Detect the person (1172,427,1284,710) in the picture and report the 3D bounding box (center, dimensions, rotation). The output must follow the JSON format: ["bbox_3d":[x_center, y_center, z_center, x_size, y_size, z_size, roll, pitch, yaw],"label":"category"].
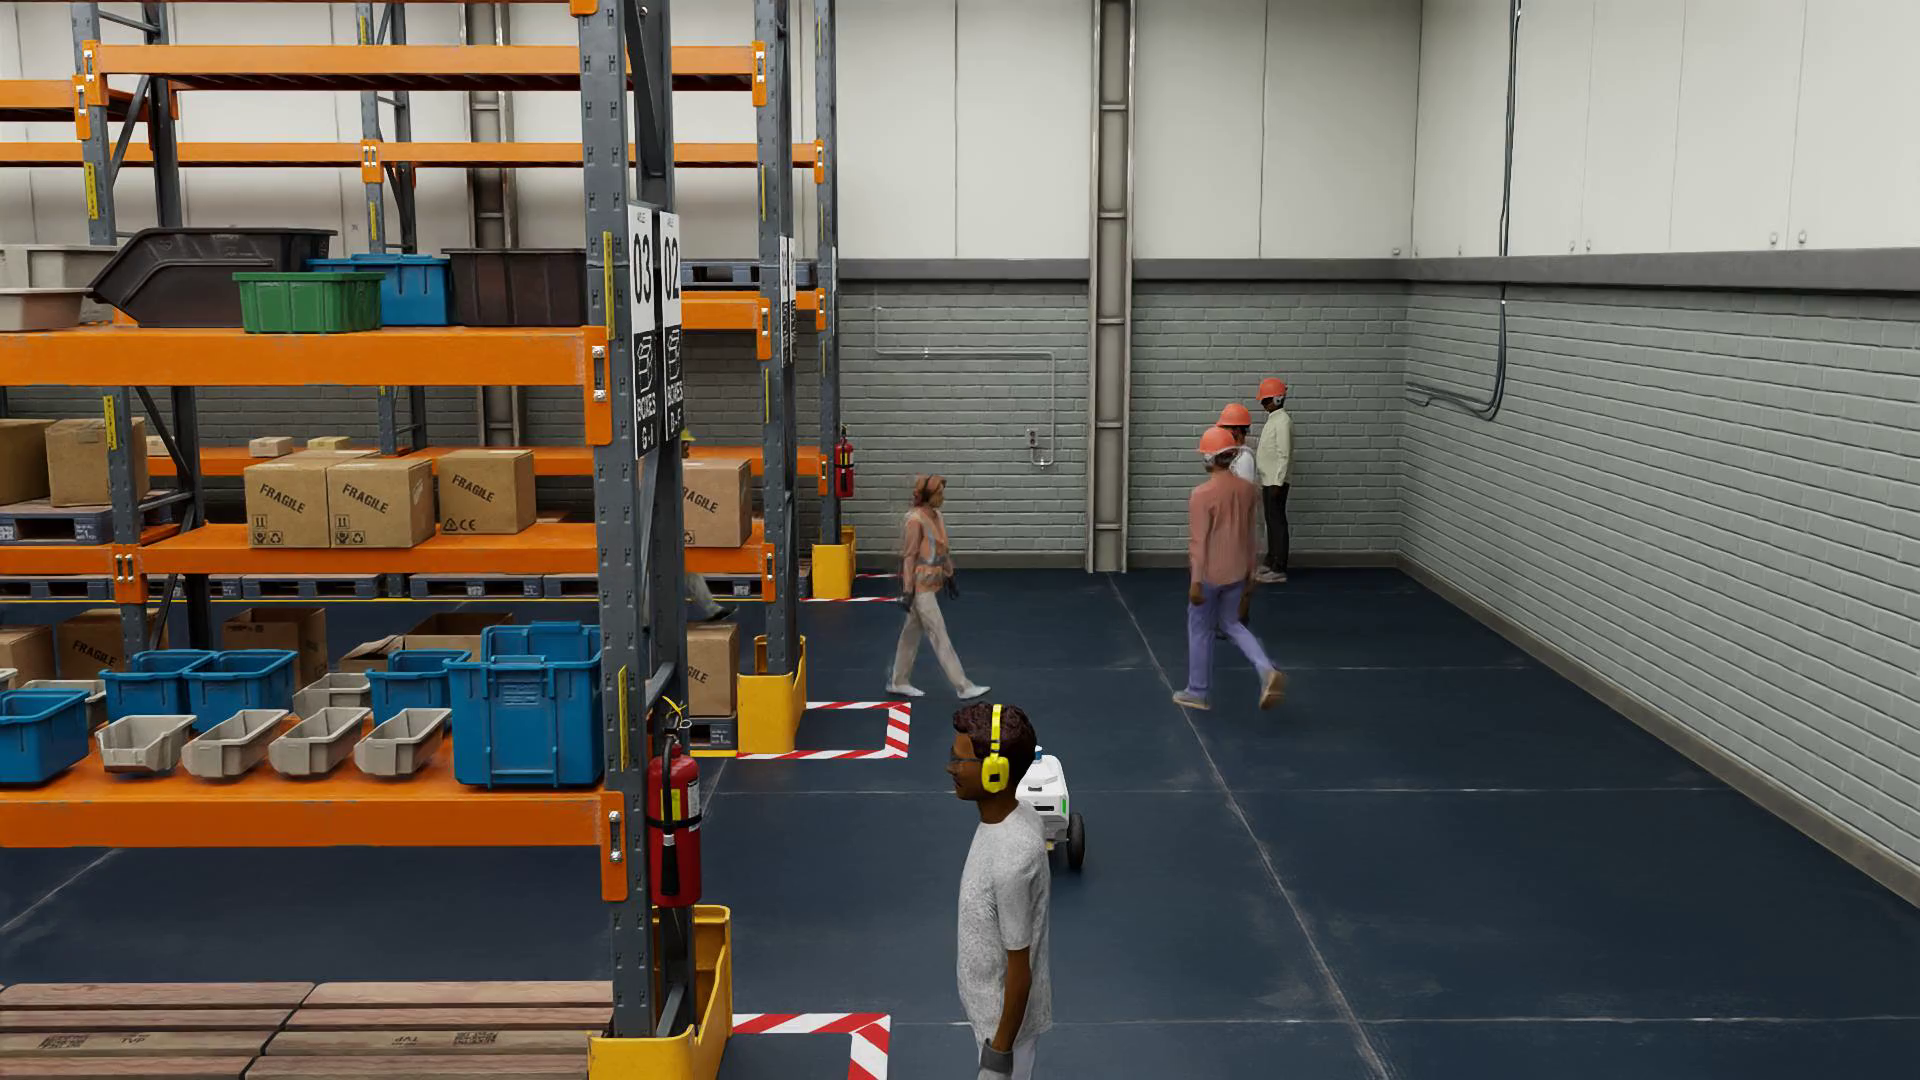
[{"bbox_3d":[1.822,0.219,11.310,0.625,1.974,0.771,-7,12,-38],"label":"person"}]

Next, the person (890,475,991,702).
[{"bbox_3d":[-0.141,0.345,11.626,0.824,1.595,0.545,3,10,17],"label":"person"}]

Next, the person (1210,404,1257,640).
[{"bbox_3d":[2.245,-0.150,13.657,0.357,1.938,0.542,0,9,-1],"label":"person"}]

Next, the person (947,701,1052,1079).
[{"bbox_3d":[0.090,1.358,4.625,0.329,1.872,0.508,0,9,-1],"label":"person"}]

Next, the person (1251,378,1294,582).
[{"bbox_3d":[3.041,-0.583,16.161,0.387,1.989,0.608,0,9,-1],"label":"person"}]

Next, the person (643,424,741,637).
[{"bbox_3d":[-2.271,-0.096,13.776,0.897,1.786,0.621,-3,10,-18],"label":"person"}]
